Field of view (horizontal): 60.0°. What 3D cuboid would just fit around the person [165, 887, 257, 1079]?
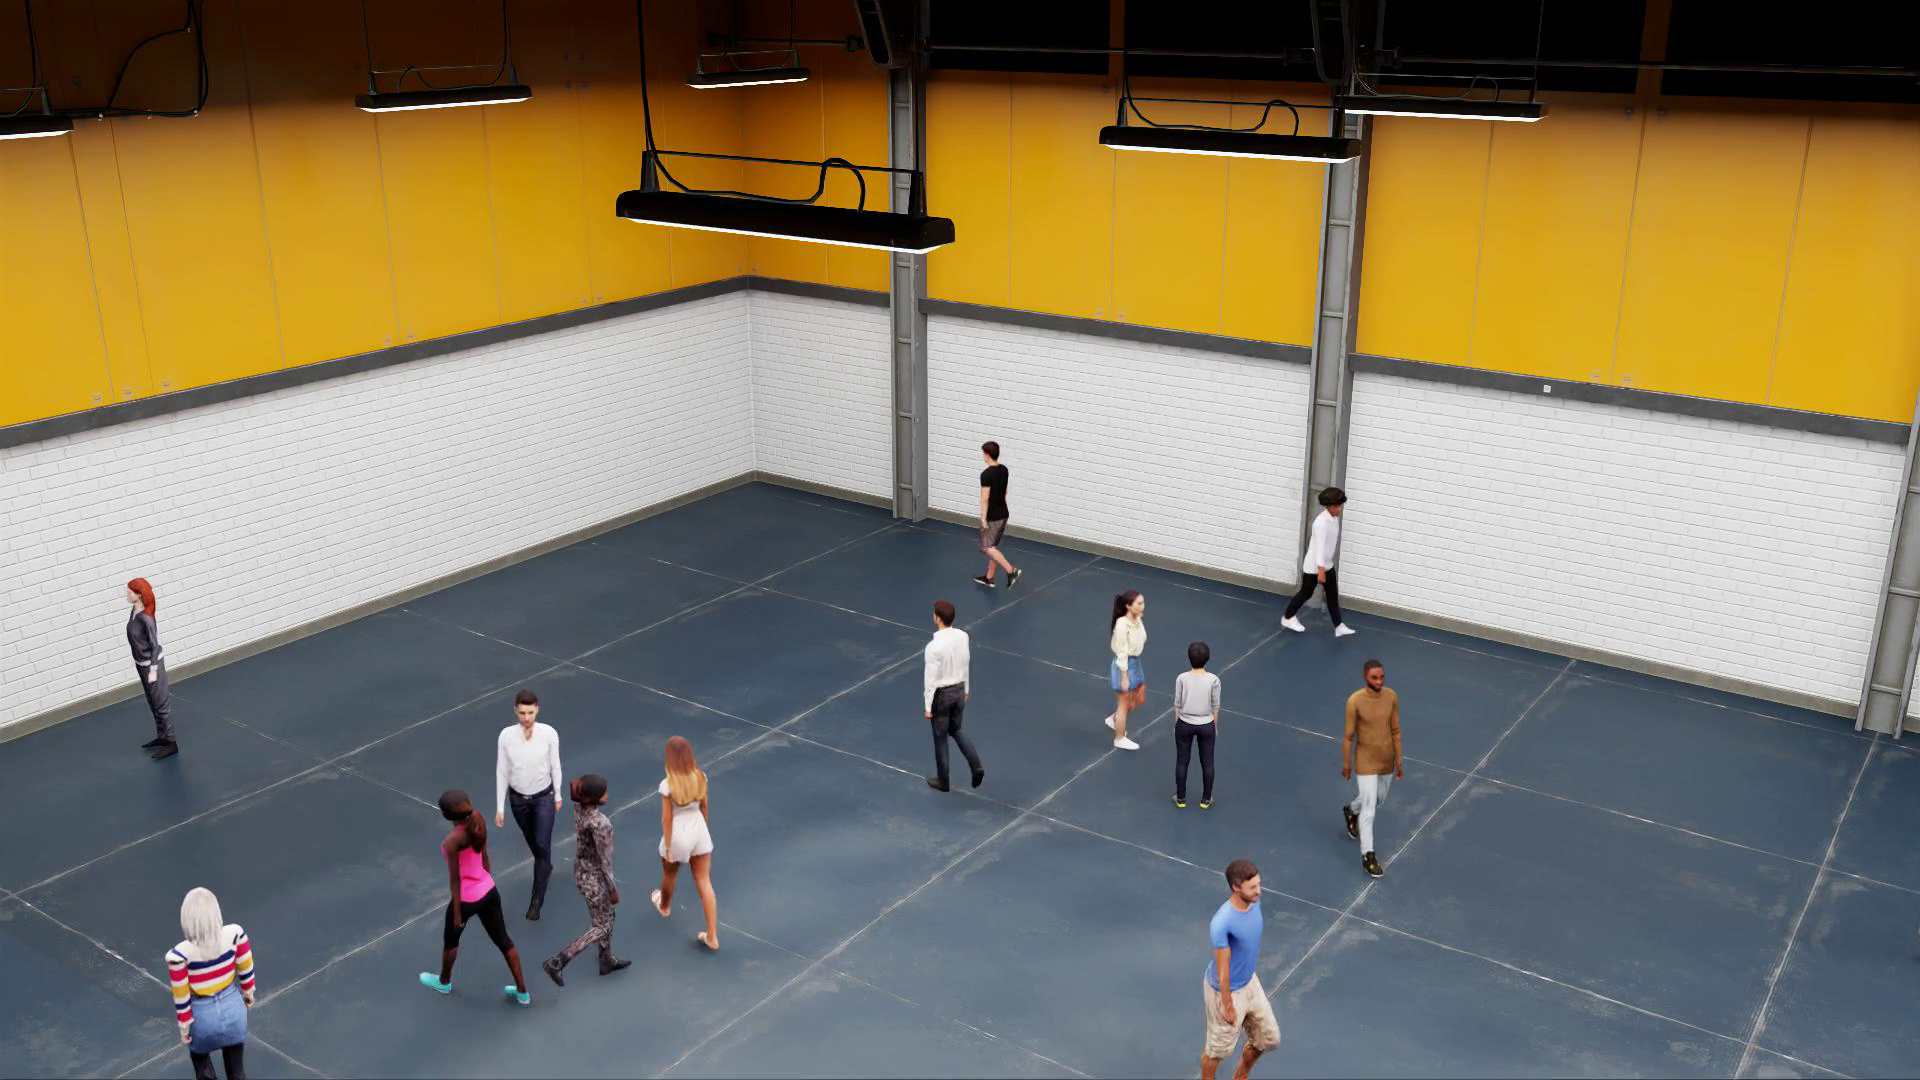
[{"bbox_3d":[-4.600,3.016,10.355,0.764,1.792,0.853,-15,24,-38],"label":"person"}]

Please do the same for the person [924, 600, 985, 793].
[{"bbox_3d":[-0.041,1.442,14.924,0.785,1.858,0.940,-17,25,-40],"label":"person"}]

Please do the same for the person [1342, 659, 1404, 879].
[{"bbox_3d":[3.421,1.824,13.891,1.040,1.794,1.192,-6,20,-17],"label":"person"}]

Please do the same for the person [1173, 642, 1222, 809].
[{"bbox_3d":[2.096,1.643,14.809,0.565,1.552,0.680,2,19,6],"label":"person"}]

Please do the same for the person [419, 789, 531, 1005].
[{"bbox_3d":[-3.386,2.589,11.805,1.101,1.675,0.737,10,21,28],"label":"person"}]

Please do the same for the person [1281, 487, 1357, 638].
[{"bbox_3d":[3.952,0.237,18.652,1.135,1.763,0.711,12,22,32],"label":"person"}]

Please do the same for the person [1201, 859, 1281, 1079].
[{"bbox_3d":[1.686,2.852,10.755,0.730,1.847,0.692,16,24,40],"label":"person"}]

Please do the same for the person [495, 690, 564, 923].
[{"bbox_3d":[-3.398,2.020,13.269,1.239,1.820,1.169,0,19,0],"label":"person"}]

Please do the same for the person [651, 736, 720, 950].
[{"bbox_3d":[-2.034,2.330,12.626,0.853,1.642,1.198,-13,22,-33],"label":"person"}]

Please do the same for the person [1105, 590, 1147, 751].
[{"bbox_3d":[1.527,1.228,15.927,0.643,1.624,0.649,11,21,29],"label":"person"}]

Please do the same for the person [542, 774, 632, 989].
[{"bbox_3d":[-2.718,2.495,12.051,0.906,1.697,0.962,-11,21,-29],"label":"person"}]

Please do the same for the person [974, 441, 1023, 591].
[{"bbox_3d":[0.474,-0.265,20.018,0.977,1.843,0.679,14,23,35],"label":"person"}]

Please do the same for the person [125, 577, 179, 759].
[{"bbox_3d":[-7.686,1.195,15.781,0.689,1.779,0.518,-15,24,-38],"label":"person"}]
